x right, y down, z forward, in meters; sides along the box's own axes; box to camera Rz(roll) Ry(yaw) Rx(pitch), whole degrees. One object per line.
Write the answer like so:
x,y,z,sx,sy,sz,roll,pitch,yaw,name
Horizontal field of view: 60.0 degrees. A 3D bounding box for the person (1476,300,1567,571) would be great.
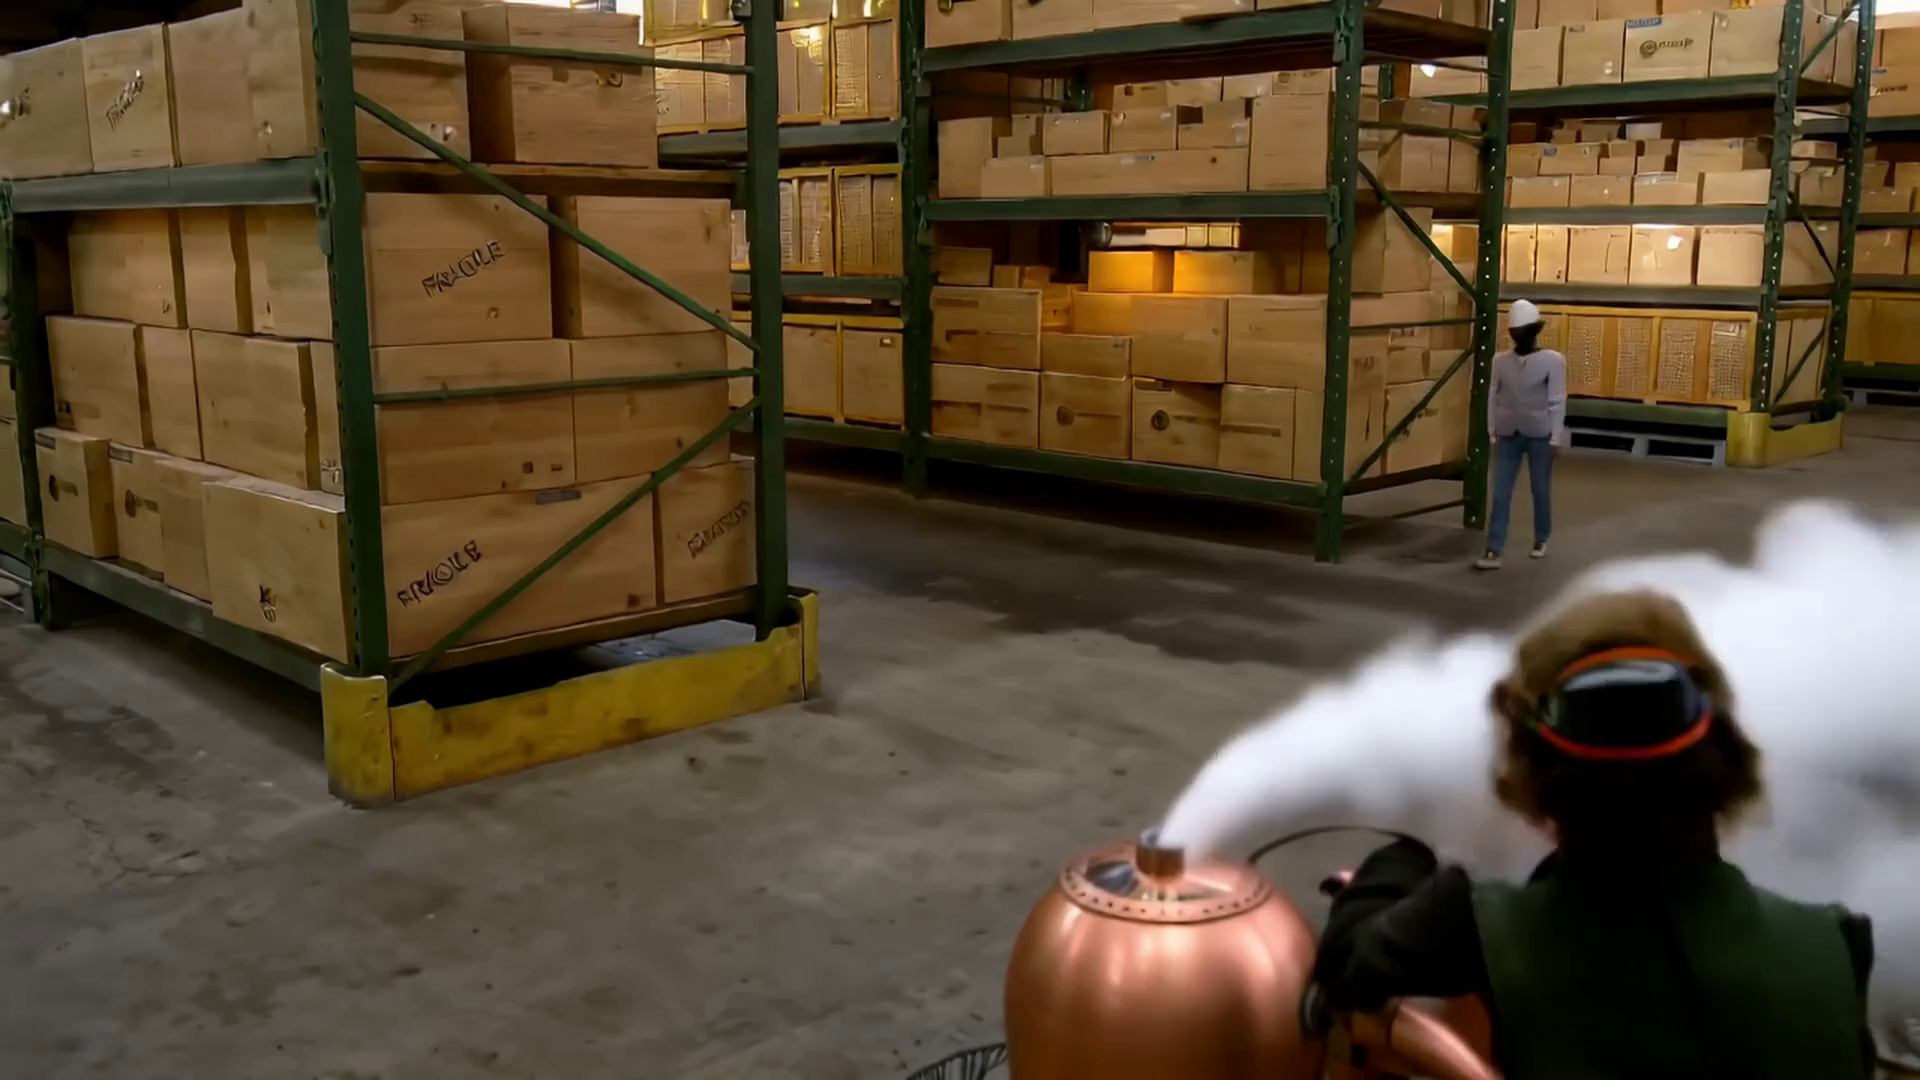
3.651,-0.680,10.733,0.540,1.722,0.909,8,13,37,person
